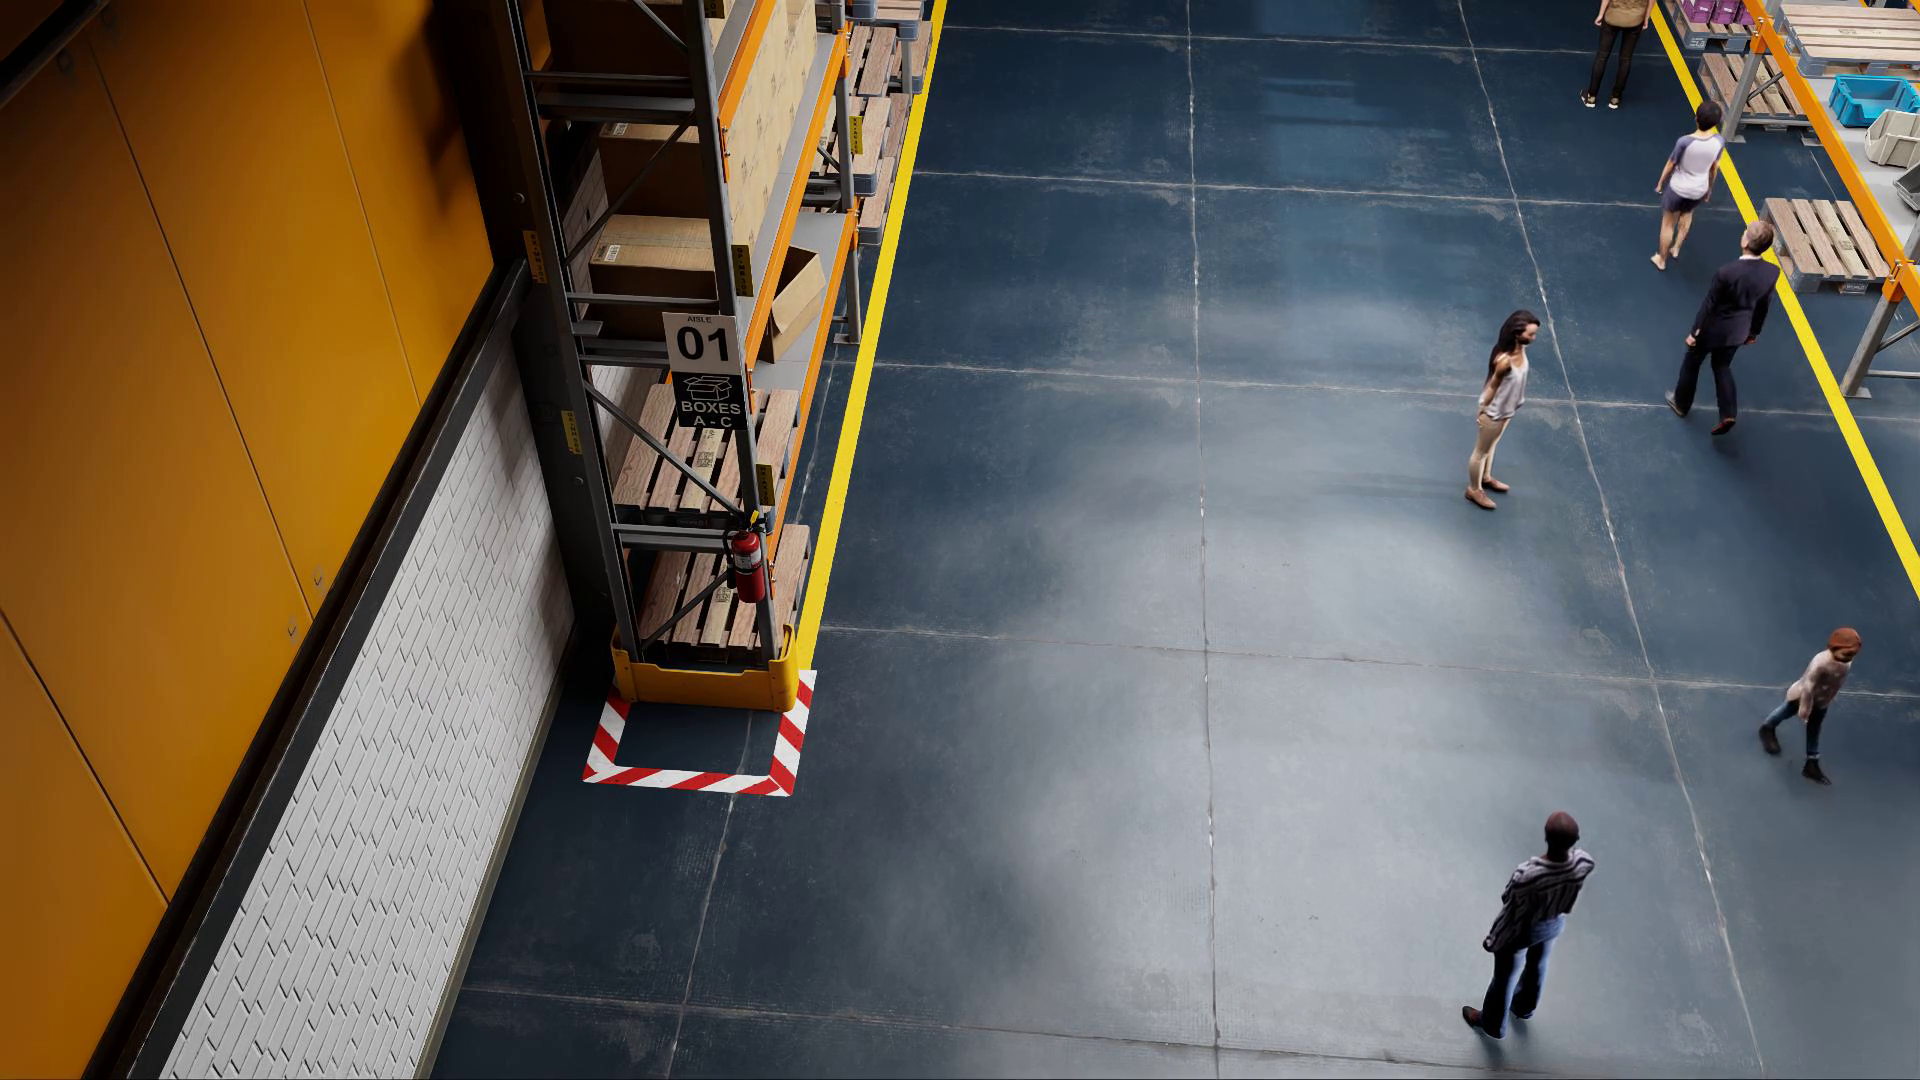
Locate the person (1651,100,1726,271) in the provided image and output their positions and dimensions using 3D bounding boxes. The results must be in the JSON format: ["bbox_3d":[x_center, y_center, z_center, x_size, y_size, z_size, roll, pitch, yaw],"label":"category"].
[{"bbox_3d":[6.237,-2.984,14.209,0.596,1.555,0.594,0,44,0],"label":"person"}]

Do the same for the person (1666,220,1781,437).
[{"bbox_3d":[5.794,-1.572,12.550,0.822,1.799,1.037,-5,44,-6],"label":"person"}]

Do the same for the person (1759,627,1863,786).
[{"bbox_3d":[5.280,0.931,10.380,0.634,1.168,0.855,-9,44,-9],"label":"person"}]

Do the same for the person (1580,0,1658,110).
[{"bbox_3d":[6.484,-5.107,16.224,0.679,1.850,0.593,8,44,8],"label":"person"}]

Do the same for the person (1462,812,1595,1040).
[{"bbox_3d":[3.006,2.043,8.759,0.695,1.794,0.695,-16,46,-16],"label":"person"}]

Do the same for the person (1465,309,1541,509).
[{"bbox_3d":[3.878,-0.979,12.034,0.706,1.653,0.644,-7,44,-8],"label":"person"}]
